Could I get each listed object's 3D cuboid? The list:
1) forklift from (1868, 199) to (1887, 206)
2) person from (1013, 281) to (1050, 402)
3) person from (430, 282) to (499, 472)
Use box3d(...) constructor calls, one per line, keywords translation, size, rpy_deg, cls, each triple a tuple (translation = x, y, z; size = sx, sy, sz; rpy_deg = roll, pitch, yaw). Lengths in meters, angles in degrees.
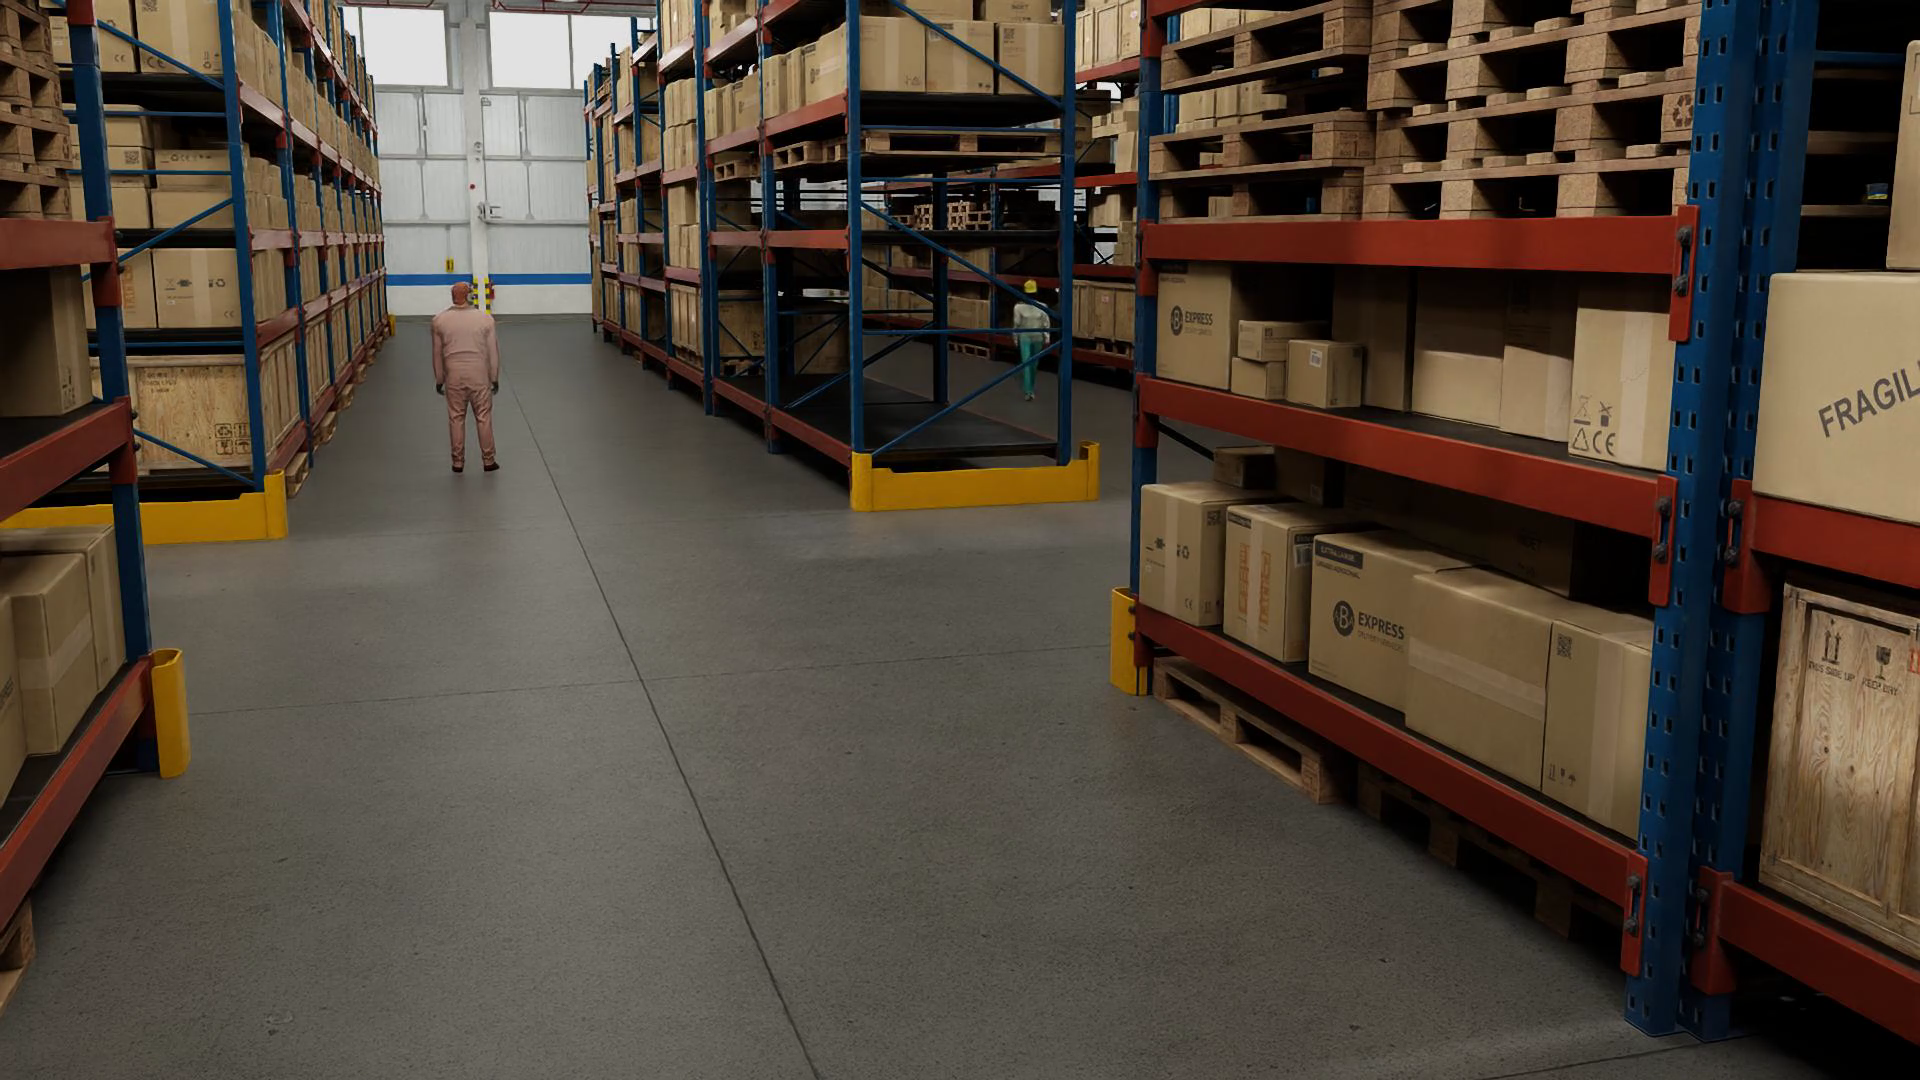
box3d(translation=(11.338, -2.915, 21.052), size=(1.129, 2.768, 1.873), rpy_deg=(-3, 11, -17), cls="forklift")
box3d(translation=(1.026, -2.874, 24.017), size=(0.525, 1.724, 0.891), rpy_deg=(-2, 10, -10), cls="person")
box3d(translation=(-4.940, -1.627, 16.670), size=(0.643, 1.905, 0.399), rpy_deg=(-2, 11, -10), cls="person")
